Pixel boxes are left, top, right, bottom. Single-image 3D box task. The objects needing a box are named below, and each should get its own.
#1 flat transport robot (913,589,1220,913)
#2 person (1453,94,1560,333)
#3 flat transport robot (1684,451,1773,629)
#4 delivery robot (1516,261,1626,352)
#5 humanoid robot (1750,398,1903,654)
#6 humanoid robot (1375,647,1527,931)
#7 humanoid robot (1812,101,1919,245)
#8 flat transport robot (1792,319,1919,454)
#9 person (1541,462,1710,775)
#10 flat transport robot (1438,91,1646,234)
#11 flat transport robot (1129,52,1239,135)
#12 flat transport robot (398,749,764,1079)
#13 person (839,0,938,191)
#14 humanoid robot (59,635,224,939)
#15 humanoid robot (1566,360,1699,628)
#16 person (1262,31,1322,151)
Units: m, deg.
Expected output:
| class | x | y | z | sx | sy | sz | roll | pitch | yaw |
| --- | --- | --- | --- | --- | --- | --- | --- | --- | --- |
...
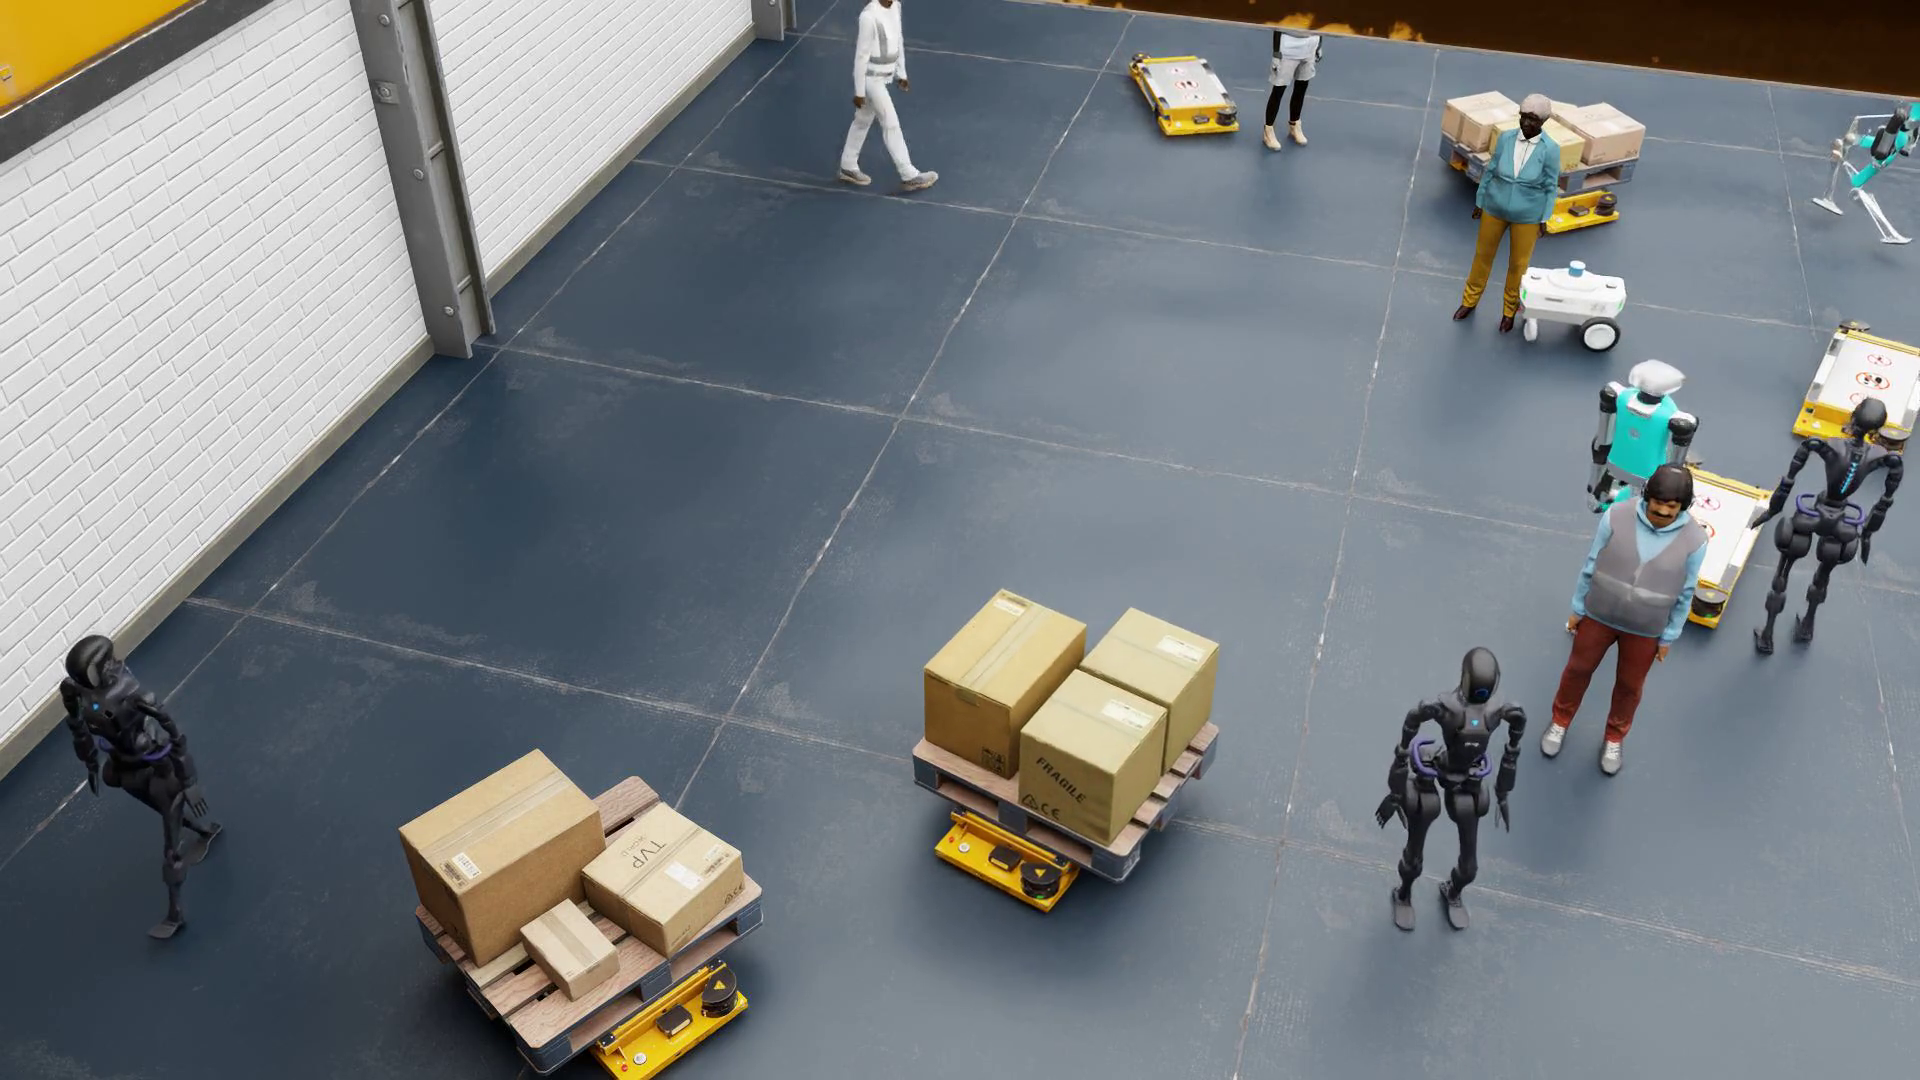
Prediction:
| class | x | y | z | sx | sy | sz | roll | pitch | yaw |
| --- | --- | --- | --- | --- | --- | --- | --- | --- | --- |
| flat transport robot | 0.541 | 1.237 | 8.466 | 0.659 | 0.231 | 1.431 | 23 | 44 | 26 |
| person | 3.863 | -2.284 | 11.659 | 0.537 | 1.753 | 0.338 | 22 | 44 | 25 |
| flat transport robot | 4.427 | -0.029 | 10.040 | 0.659 | 0.231 | 1.431 | 23 | 44 | 25 |
| delivery robot | 4.367 | -1.707 | 11.889 | 0.742 | 0.582 | 0.520 | 9 | 40 | 11 |
| humanoid robot | 4.646 | -0.103 | 9.010 | 0.599 | 1.656 | 0.429 | 14 | 41 | 16 |
| humanoid robot | 2.196 | 1.123 | 7.479 | 0.596 | 1.648 | 0.320 | 0 | 39 | 0 |
| humanoid robot | 7.023 | -3.111 | 12.724 | 0.559 | 1.726 | 1.085 | -24 | 45 | -27 |
| flat transport robot | 6.162 | -1.029 | 11.284 | 0.659 | 0.231 | 1.431 | 22 | 44 | 25 |
| person | 3.318 | 0.371 | 8.268 | 0.528 | 1.872 | 0.416 | 19 | 43 | 22 |
| flat transport robot | 4.699 | -2.958 | 13.684 | 0.659 | 0.231 | 1.431 | -14 | 41 | -17 |
| flat transport robot | 2.013 | -4.052 | 15.045 | 0.659 | 0.231 | 1.431 | -5 | 39 | -7 |
| flat transport robot | -1.679 | 1.866 | 7.684 | 0.659 | 0.231 | 1.431 | -31 | 48 | -32 |
| person | -0.606 | -3.691 | 13.345 | 0.910 | 1.829 | 0.596 | 10 | 40 | 12 |
| humanoid robot | -3.761 | 1.063 | 7.591 | 0.610 | 1.619 | 0.789 | 8 | 39 | 10 |
| humanoid robot | 3.816 | -0.290 | 9.204 | 0.928 | 1.750 | 0.532 | -27 | 46 | -29 |
| person | 2.824 | -4.112 | 13.985 | 0.528 | 1.688 | 0.321 | -18 | 42 | -21 |
